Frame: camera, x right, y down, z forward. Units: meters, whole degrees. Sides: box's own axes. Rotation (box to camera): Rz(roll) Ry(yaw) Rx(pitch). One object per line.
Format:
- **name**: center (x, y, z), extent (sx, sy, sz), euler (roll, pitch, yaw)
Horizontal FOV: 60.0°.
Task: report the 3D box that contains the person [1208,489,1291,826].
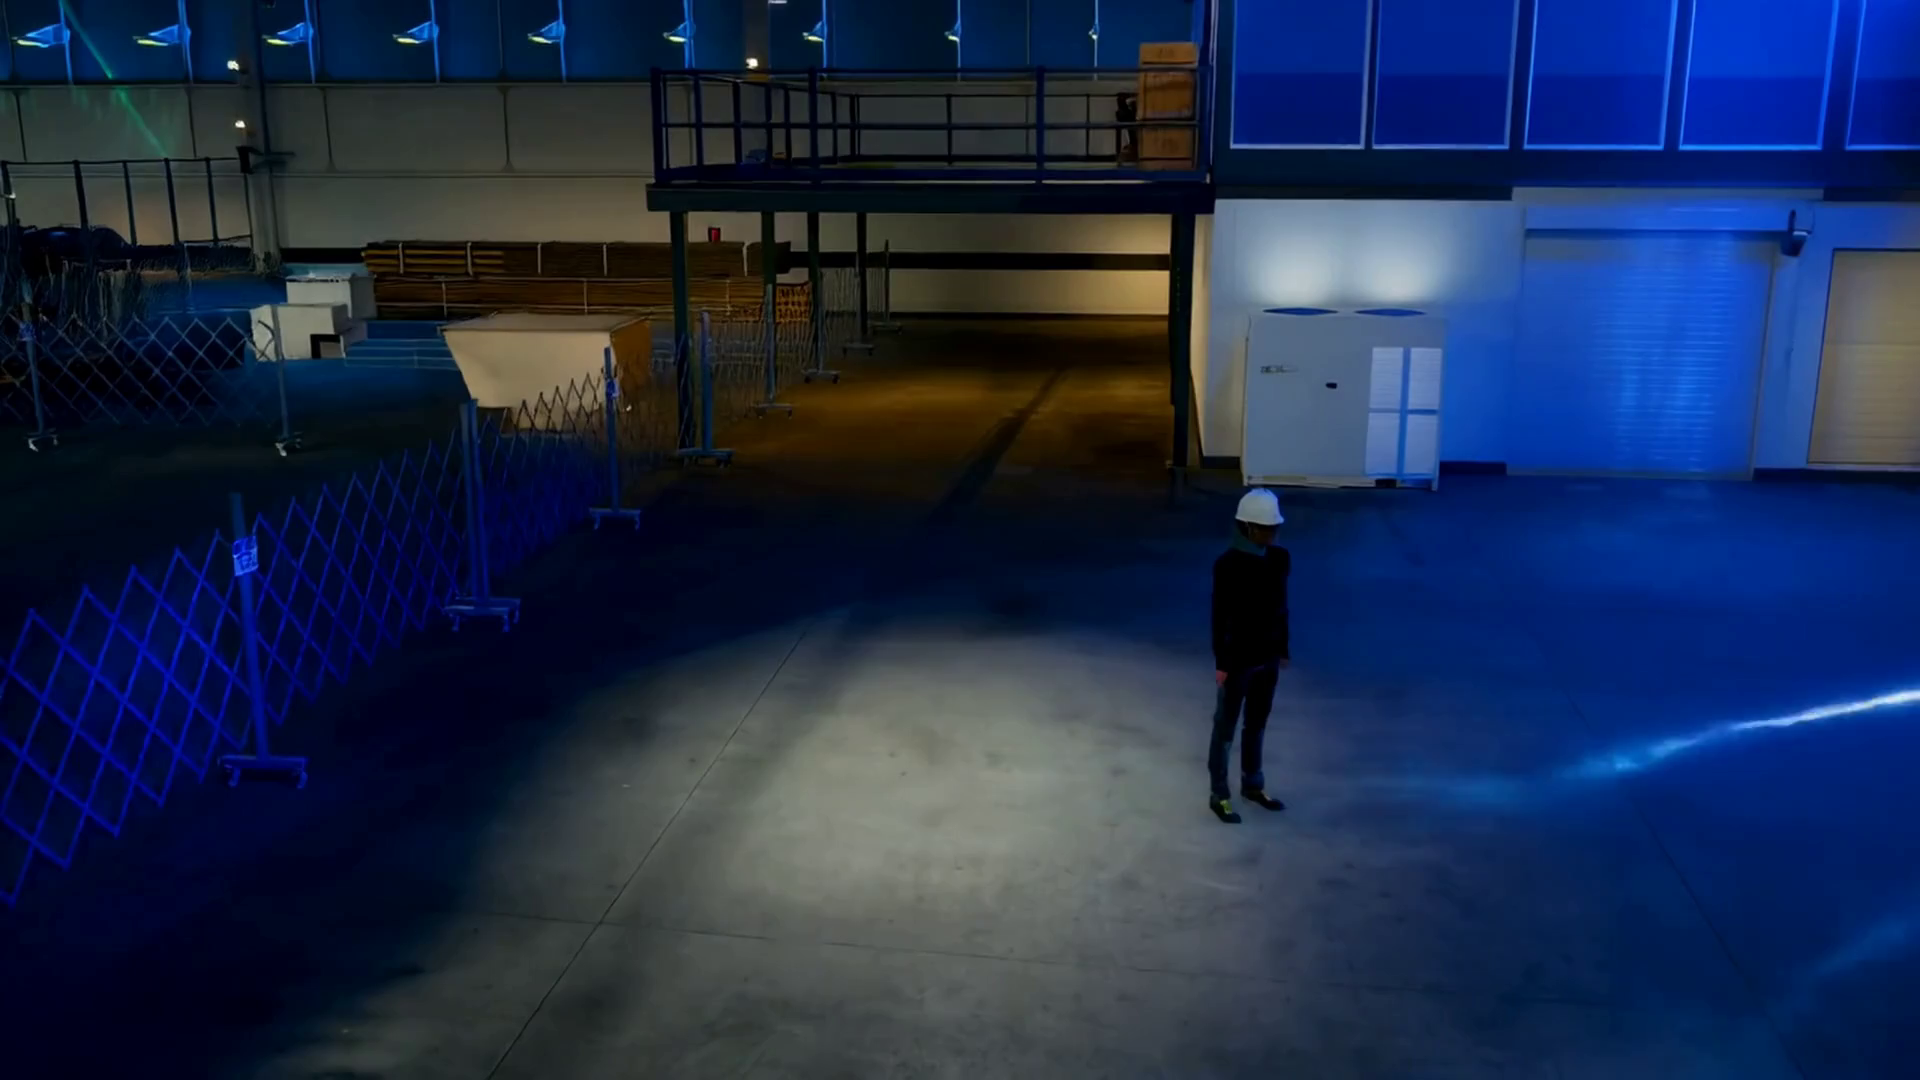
- **person**: center (1.521, 0.598, 8.665), extent (0.525, 1.769, 0.310), euler (-10, 17, -35)
